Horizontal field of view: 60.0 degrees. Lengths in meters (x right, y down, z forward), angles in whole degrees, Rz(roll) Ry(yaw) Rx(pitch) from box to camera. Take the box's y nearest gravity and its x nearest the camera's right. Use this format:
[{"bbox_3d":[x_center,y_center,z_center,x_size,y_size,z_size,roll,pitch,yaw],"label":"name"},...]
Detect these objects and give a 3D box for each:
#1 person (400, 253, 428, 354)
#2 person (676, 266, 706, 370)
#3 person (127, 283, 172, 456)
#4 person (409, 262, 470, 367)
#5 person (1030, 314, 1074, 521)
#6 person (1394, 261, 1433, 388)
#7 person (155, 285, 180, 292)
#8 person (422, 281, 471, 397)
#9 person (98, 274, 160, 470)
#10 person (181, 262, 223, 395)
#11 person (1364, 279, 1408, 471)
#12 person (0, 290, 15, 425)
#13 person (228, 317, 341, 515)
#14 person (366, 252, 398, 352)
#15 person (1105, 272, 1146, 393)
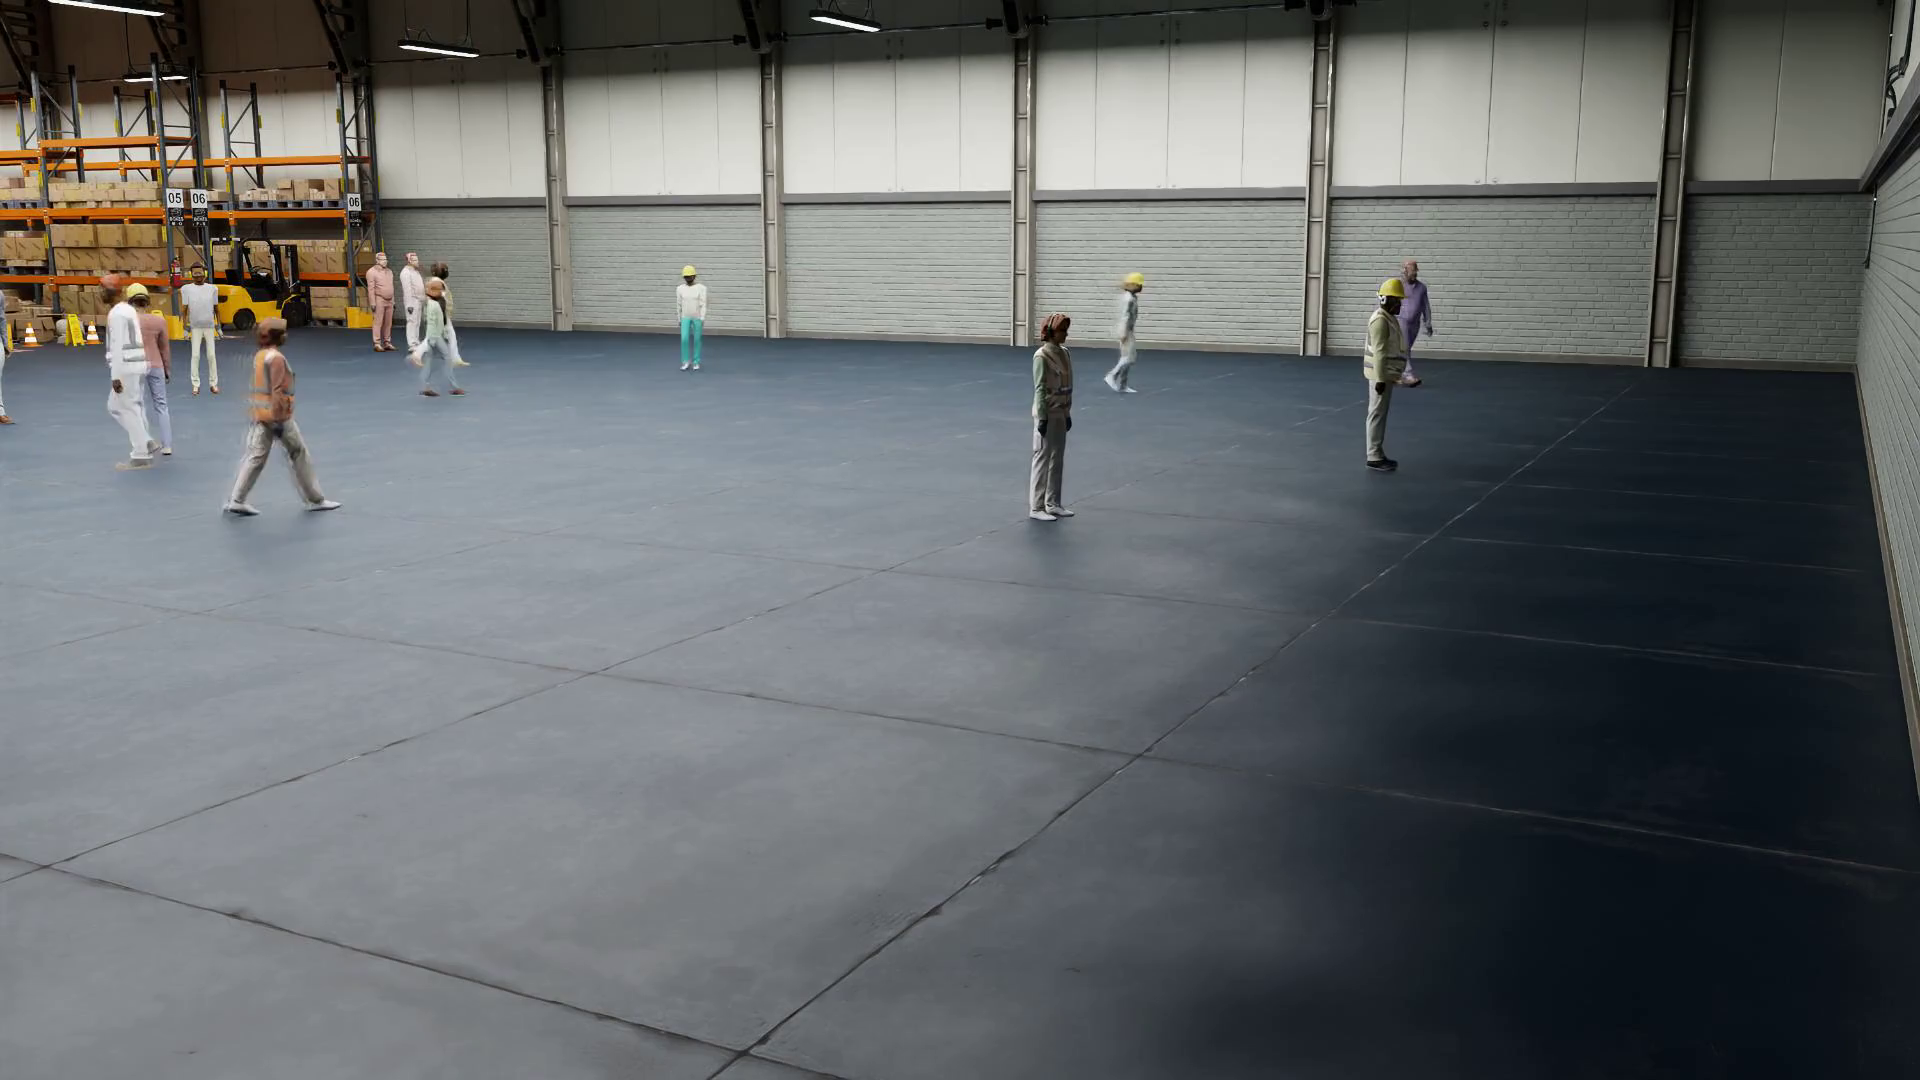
[{"bbox_3d":[-10.295,-4.455,31.402,0.407,1.908,0.641,0,10,-2],"label":"person"},{"bbox_3d":[-4.466,-3.676,27.636,0.524,1.736,0.741,0,10,1],"label":"person"},{"bbox_3d":[-8.295,-1.721,16.907,0.336,1.761,0.523,9,14,42],"label":"person"},{"bbox_3d":[-8.921,-3.827,28.306,0.939,1.806,0.636,-3,11,-17],"label":"person"},{"bbox_3d":[0.728,-0.968,13.153,0.314,1.630,0.512,6,12,28],"label":"person"},{"bbox_3d":[6.670,-3.187,24.651,0.662,1.852,1.006,-4,11,-21],"label":"person"},{"bbox_3d":[-18.331,-5.782,38.496,0.427,1.955,0.629,5,12,27],"label":"person"},{"bbox_3d":[-7.184,-2.792,23.155,0.755,1.603,0.517,-3,11,-17],"label":"person"},{"bbox_3d":[-8.038,-1.610,15.978,0.429,1.871,0.694,-3,11,-15],"label":"person"},{"bbox_3d":[-10.697,-2.986,23.496,0.518,1.870,0.323,-6,12,-30],"label":"person"},{"bbox_3d":[4.085,-1.586,15.973,0.404,1.829,0.591,4,11,21],"label":"person"},{"bbox_3d":[-11.492,-2.304,19.584,0.372,1.940,0.632,5,12,26],"label":"person"},{"bbox_3d":[-5.514,-0.992,13.364,0.851,1.596,0.530,-8,13,-39],"label":"person"},{"bbox_3d":[-11.167,-4.606,32.228,0.401,1.907,0.646,5,11,23],"label":"person"},{"bbox_3d":[2.386,-2.935,23.629,0.473,1.722,0.495,2,11,9],"label":"person"}]
